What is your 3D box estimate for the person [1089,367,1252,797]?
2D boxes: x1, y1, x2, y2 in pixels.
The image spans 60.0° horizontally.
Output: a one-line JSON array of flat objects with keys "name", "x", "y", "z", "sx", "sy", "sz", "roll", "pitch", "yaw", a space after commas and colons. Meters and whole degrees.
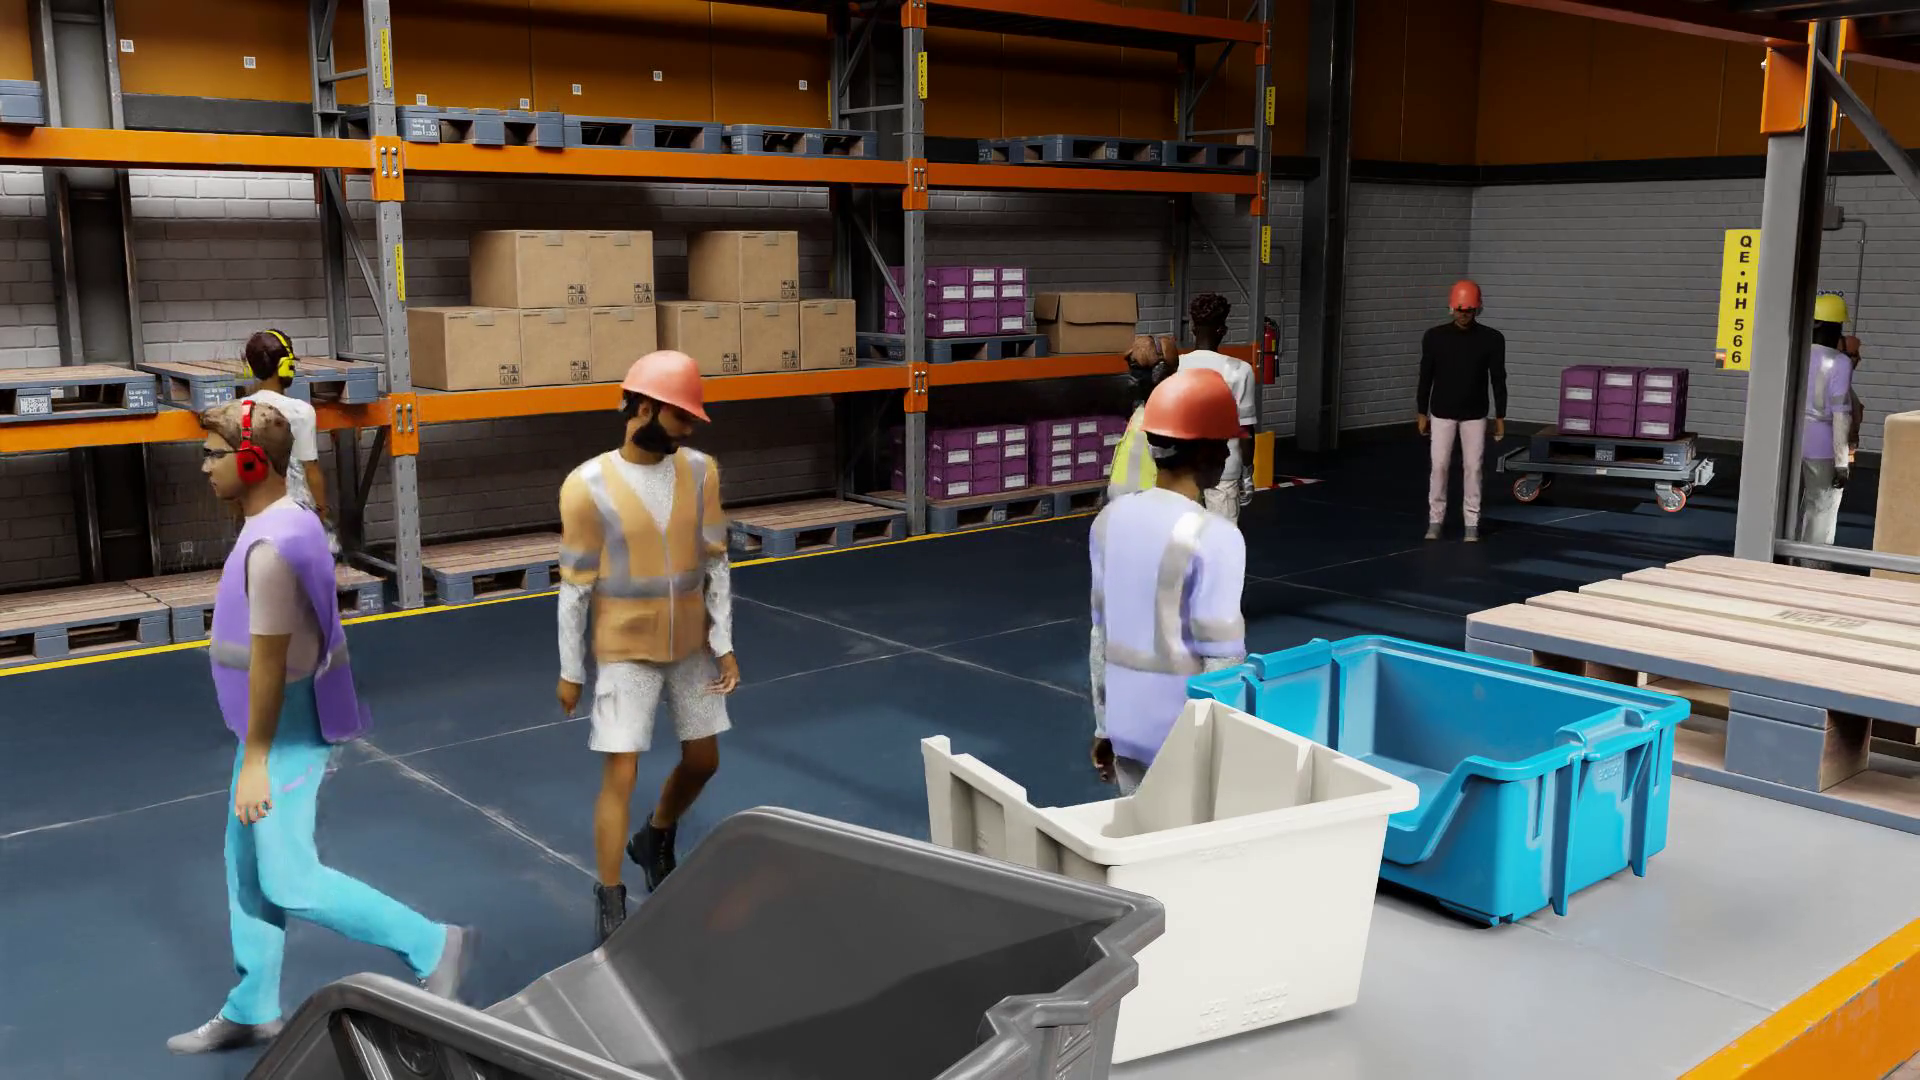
[{"name": "person", "x": 0.512, "y": 0.508, "z": 4.401, "sx": 0.543, "sy": 1.923, "sz": 0.552, "roll": -5, "pitch": 11, "yaw": -27}]

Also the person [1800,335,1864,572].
[{"name": "person", "x": 5.730, "y": -0.523, "z": 10.936, "sx": 0.307, "sy": 1.643, "sz": 0.514, "roll": 3, "pitch": 10, "yaw": 15}]

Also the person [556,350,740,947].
[{"name": "person", "x": -1.032, "y": 0.340, "z": 5.363, "sx": 0.576, "sy": 1.905, "sz": 0.539, "roll": -7, "pitch": 13, "yaw": -36}]

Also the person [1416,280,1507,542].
[{"name": "person", "x": 3.733, "y": -0.948, "z": 12.411, "sx": 0.645, "sy": 1.969, "sz": 0.463, "roll": 3, "pitch": 11, "yaw": 16}]

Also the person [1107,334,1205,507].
[{"name": "person", "x": 0.880, "y": -0.007, "z": 7.523, "sx": 0.429, "sy": 1.837, "sz": 0.629, "roll": 0, "pitch": 10, "yaw": 0}]

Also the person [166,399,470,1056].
[{"name": "person", "x": -1.806, "y": 0.523, "z": 4.551, "sx": 0.743, "sy": 1.825, "sz": 0.579, "roll": -4, "pitch": 11, "yaw": -23}]

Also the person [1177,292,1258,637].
[{"name": "person", "x": 1.372, "y": -0.400, "z": 9.338, "sx": 0.607, "sy": 1.965, "sz": 0.366, "roll": 5, "pitch": 11, "yaw": 24}]

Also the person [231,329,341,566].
[{"name": "person", "x": -3.177, "y": -0.047, "z": 7.706, "sx": 0.528, "sy": 1.851, "sz": 0.713, "roll": 4, "pitch": 11, "yaw": 23}]

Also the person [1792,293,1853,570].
[{"name": "person", "x": 5.355, "y": -0.580, "z": 10.461, "sx": 0.373, "sy": 1.927, "sz": 0.589, "roll": -4, "pitch": 11, "yaw": -20}]
